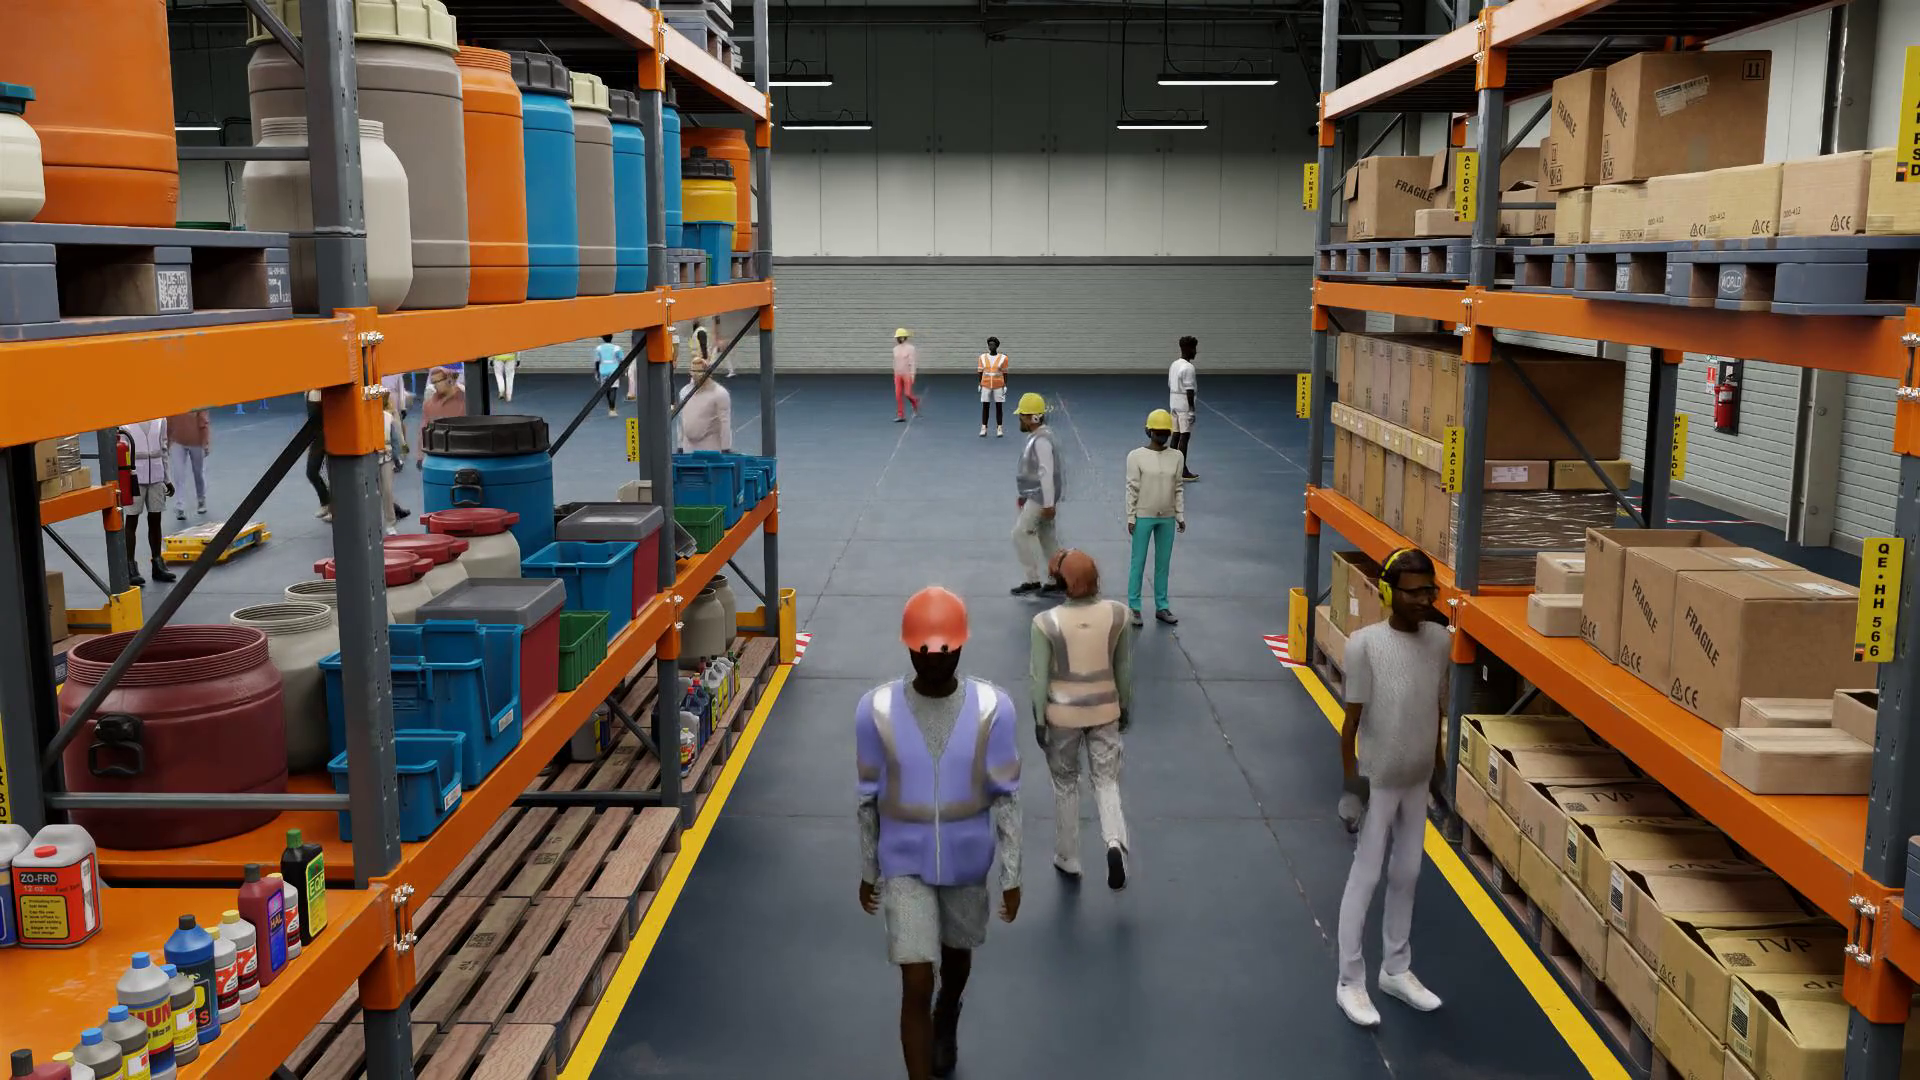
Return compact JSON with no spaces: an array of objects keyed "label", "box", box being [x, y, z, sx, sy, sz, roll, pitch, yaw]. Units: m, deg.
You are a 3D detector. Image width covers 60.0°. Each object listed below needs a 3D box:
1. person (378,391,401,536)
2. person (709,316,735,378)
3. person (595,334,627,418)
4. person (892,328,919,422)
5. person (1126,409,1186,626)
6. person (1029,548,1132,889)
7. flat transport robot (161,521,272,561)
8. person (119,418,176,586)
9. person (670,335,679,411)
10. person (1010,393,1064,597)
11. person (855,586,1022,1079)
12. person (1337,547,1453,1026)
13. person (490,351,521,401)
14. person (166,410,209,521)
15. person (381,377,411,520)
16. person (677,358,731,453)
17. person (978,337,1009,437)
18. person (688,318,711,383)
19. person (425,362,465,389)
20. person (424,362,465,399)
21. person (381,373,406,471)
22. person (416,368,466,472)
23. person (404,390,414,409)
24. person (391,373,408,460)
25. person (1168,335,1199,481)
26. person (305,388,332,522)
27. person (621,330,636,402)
[{"label":"person","box":[-6.293,-0.828,17.871,0.347,1.611,0.597,4,10,24]},{"label":"person","box":[-6.211,-4.979,42.824,0.878,1.591,0.526,2,10,15]},{"label":"person","box":[-6.691,-3.195,31.934,0.555,1.639,0.879,1,10,5]},{"label":"person","box":[-1.019,-3.082,30.976,0.533,1.747,0.478,6,11,34]},{"label":"person","box":[1.601,-0.189,13.593,0.524,1.770,0.314,-3,10,-20]},{"label":"person","box":[0.590,0.847,7.823,0.524,1.614,0.590,-2,10,-12]},{"label":"flat transport robot","box":[-7.657,-0.002,17.075,0.652,0.197,1.431,0,9,-2]},{"label":"person","box":[-7.527,-0.562,15.349,0.374,1.928,0.542,7,12,37]},{"label":"person","box":[-5.987,-3.593,33.297,0.679,2.000,0.537,2,10,13]},{"label":"person","box":[0.656,-0.388,14.660,0.632,1.812,0.586,1,10,5]},{"label":"person","box":[-0.076,1.066,5.712,0.555,1.902,0.958,-1,10,-4]},{"label":"person","box":[1.708,0.944,6.503,0.531,1.868,0.309,-5,11,-26]},{"label":"person","box":[-9.715,-3.881,35.526,0.658,1.826,0.460,-3,10,-18]},{"label":"person","box":[-9.000,-1.126,19.359,0.523,1.718,0.904,-3,10,-19]},{"label":"person","box":[-6.654,-1.117,18.822,0.549,1.894,1.013,5,10,25]},{"label":"person","box":[-2.862,-1.092,18.642,0.649,1.890,0.564,5,11,27]},{"label":"person","box":[0.559,-2.611,28.308,0.531,1.697,0.320,1,10,9]},{"label":"person","box":[-5.700,-3.920,35.902,0.890,1.777,0.708,-4,10,-25]},{"label":"person","box":[-7.539,-2.049,24.448,0.986,1.854,0.665,9,13,42]},{"label":"person","box":[-5.688,-1.107,18.584,0.407,1.938,0.602,5,11,28]},{"label":"person","box":[-8.223,-1.939,23.781,1.032,1.877,0.588,9,13,43]},{"label":"person","box":[-5.347,-0.865,17.404,0.660,1.850,0.960,2,10,14]},{"label":"person","box":[-11.159,-3.452,32.666,0.659,1.922,0.633,-4,10,-23]},{"label":"person","box":[-8.593,-2.242,25.073,0.388,2.039,0.616,0,9,-3]},{"label":"person","box":[3.049,-1.802,22.664,0.365,1.963,0.610,-3,10,-17]},{"label":"person","box":[-7.266,-1.117,18.997,0.510,1.828,0.381,3,10,17]},{"label":"person","box":[-6.810,-3.874,35.132,0.849,1.939,0.634,-9,13,-44]}]
